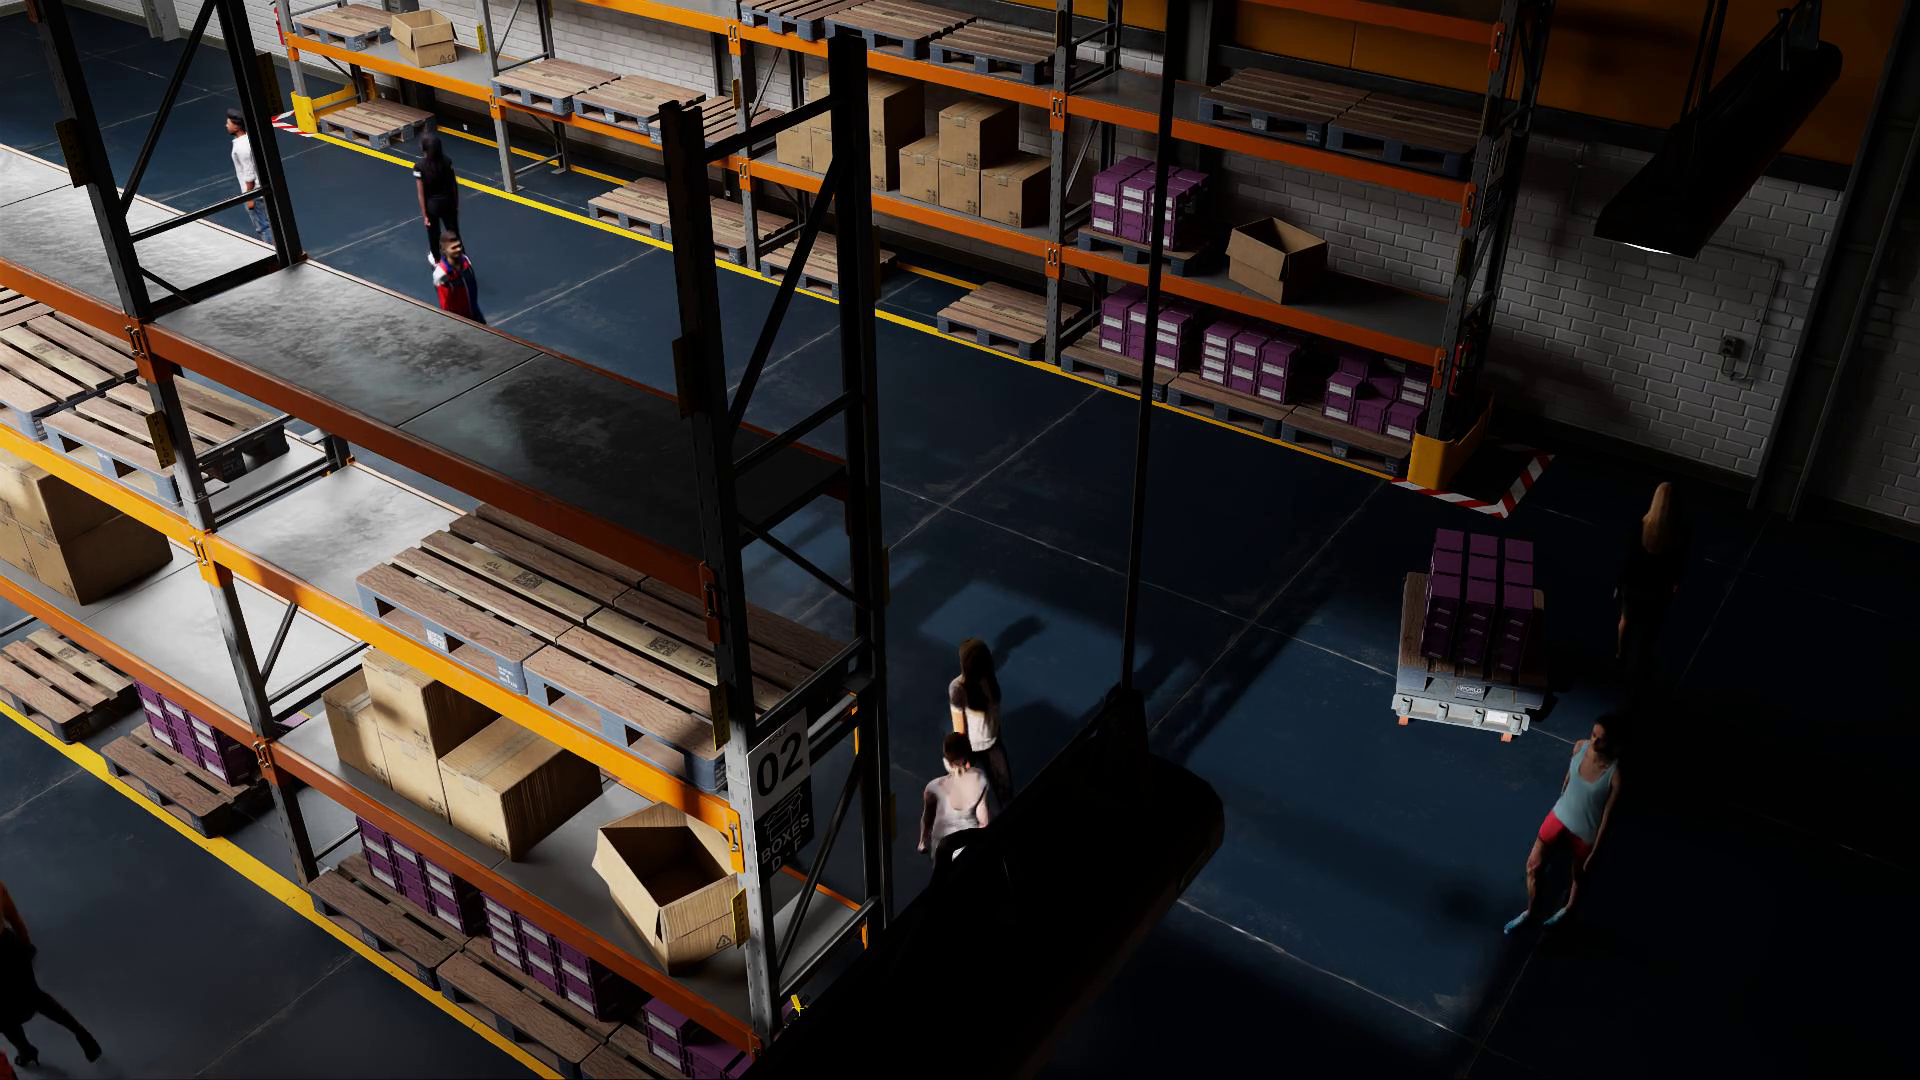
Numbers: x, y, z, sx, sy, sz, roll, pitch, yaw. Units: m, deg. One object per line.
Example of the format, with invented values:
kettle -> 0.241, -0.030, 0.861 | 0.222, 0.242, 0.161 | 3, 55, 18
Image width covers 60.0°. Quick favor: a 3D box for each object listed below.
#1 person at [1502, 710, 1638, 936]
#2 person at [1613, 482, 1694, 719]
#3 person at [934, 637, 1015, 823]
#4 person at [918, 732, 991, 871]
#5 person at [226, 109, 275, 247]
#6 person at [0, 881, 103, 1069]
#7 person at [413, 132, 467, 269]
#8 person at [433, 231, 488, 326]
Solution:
person -> 3.815, 1.717, 10.066 | 0.869, 1.750, 0.840 | -17, 37, -23
person -> 4.941, 0.451, 11.922 | 1.189, 1.804, 0.959 | 8, 35, 12
person -> -0.003, 1.320, 10.635 | 1.126, 1.781, 0.619 | 19, 38, 26
person -> 0.007, 1.905, 9.773 | 0.910, 1.761, 1.133 | -15, 36, -21
person -> -7.827, -3.906, 18.467 | 0.784, 1.815, 0.731 | -4, 34, -7
person -> -5.219, 2.387, 9.160 | 0.942, 1.637, 0.737 | 9, 35, 14
person -> -5.591, -3.541, 18.041 | 0.883, 1.678, 1.258 | -23, 40, -30
person -> -4.806, -2.115, 15.849 | 0.987, 1.731, 0.668 | 20, 38, 27
